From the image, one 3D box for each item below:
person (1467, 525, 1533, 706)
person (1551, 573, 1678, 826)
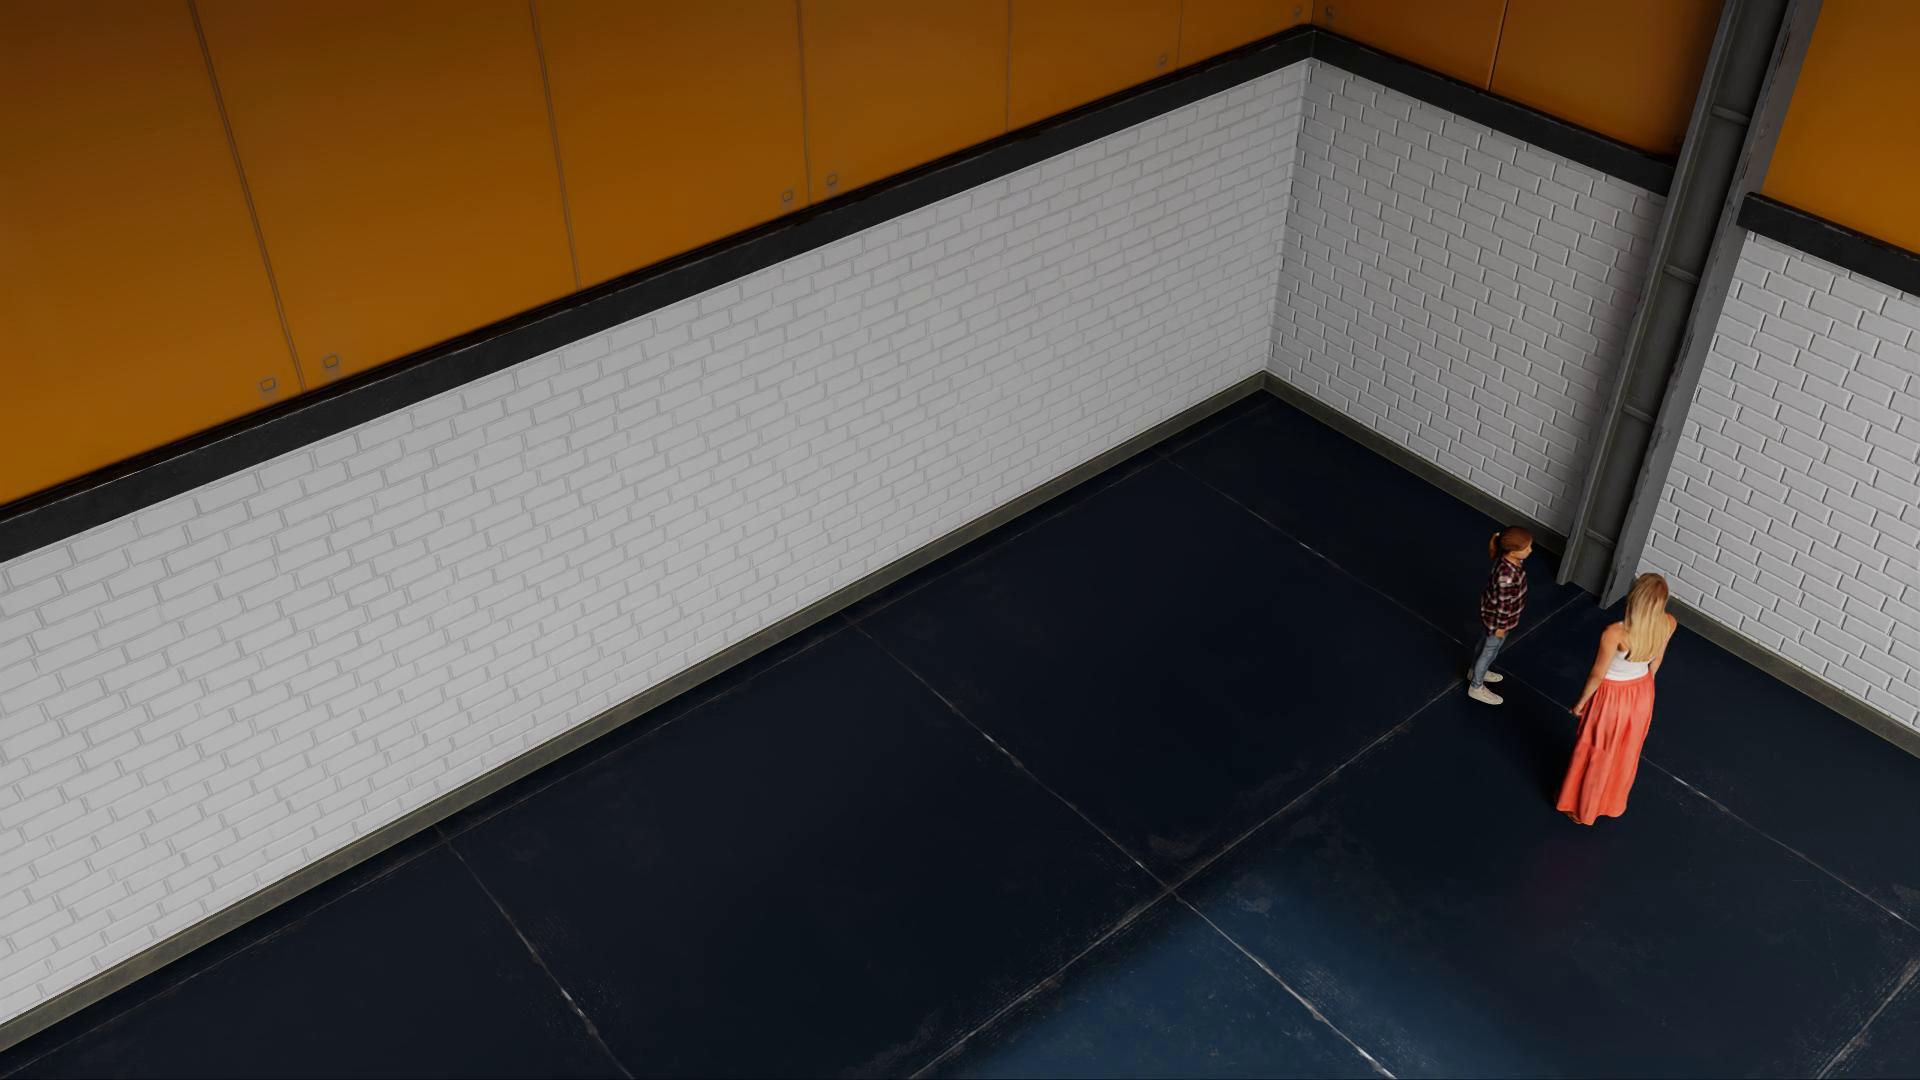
[{"bbox_3d":[3.366,0.441,10.401,0.666,1.306,0.622,10,40,12],"label":"person"},{"bbox_3d":[3.725,0.912,9.414,0.726,1.802,0.741,-8,39,-10],"label":"person"}]
